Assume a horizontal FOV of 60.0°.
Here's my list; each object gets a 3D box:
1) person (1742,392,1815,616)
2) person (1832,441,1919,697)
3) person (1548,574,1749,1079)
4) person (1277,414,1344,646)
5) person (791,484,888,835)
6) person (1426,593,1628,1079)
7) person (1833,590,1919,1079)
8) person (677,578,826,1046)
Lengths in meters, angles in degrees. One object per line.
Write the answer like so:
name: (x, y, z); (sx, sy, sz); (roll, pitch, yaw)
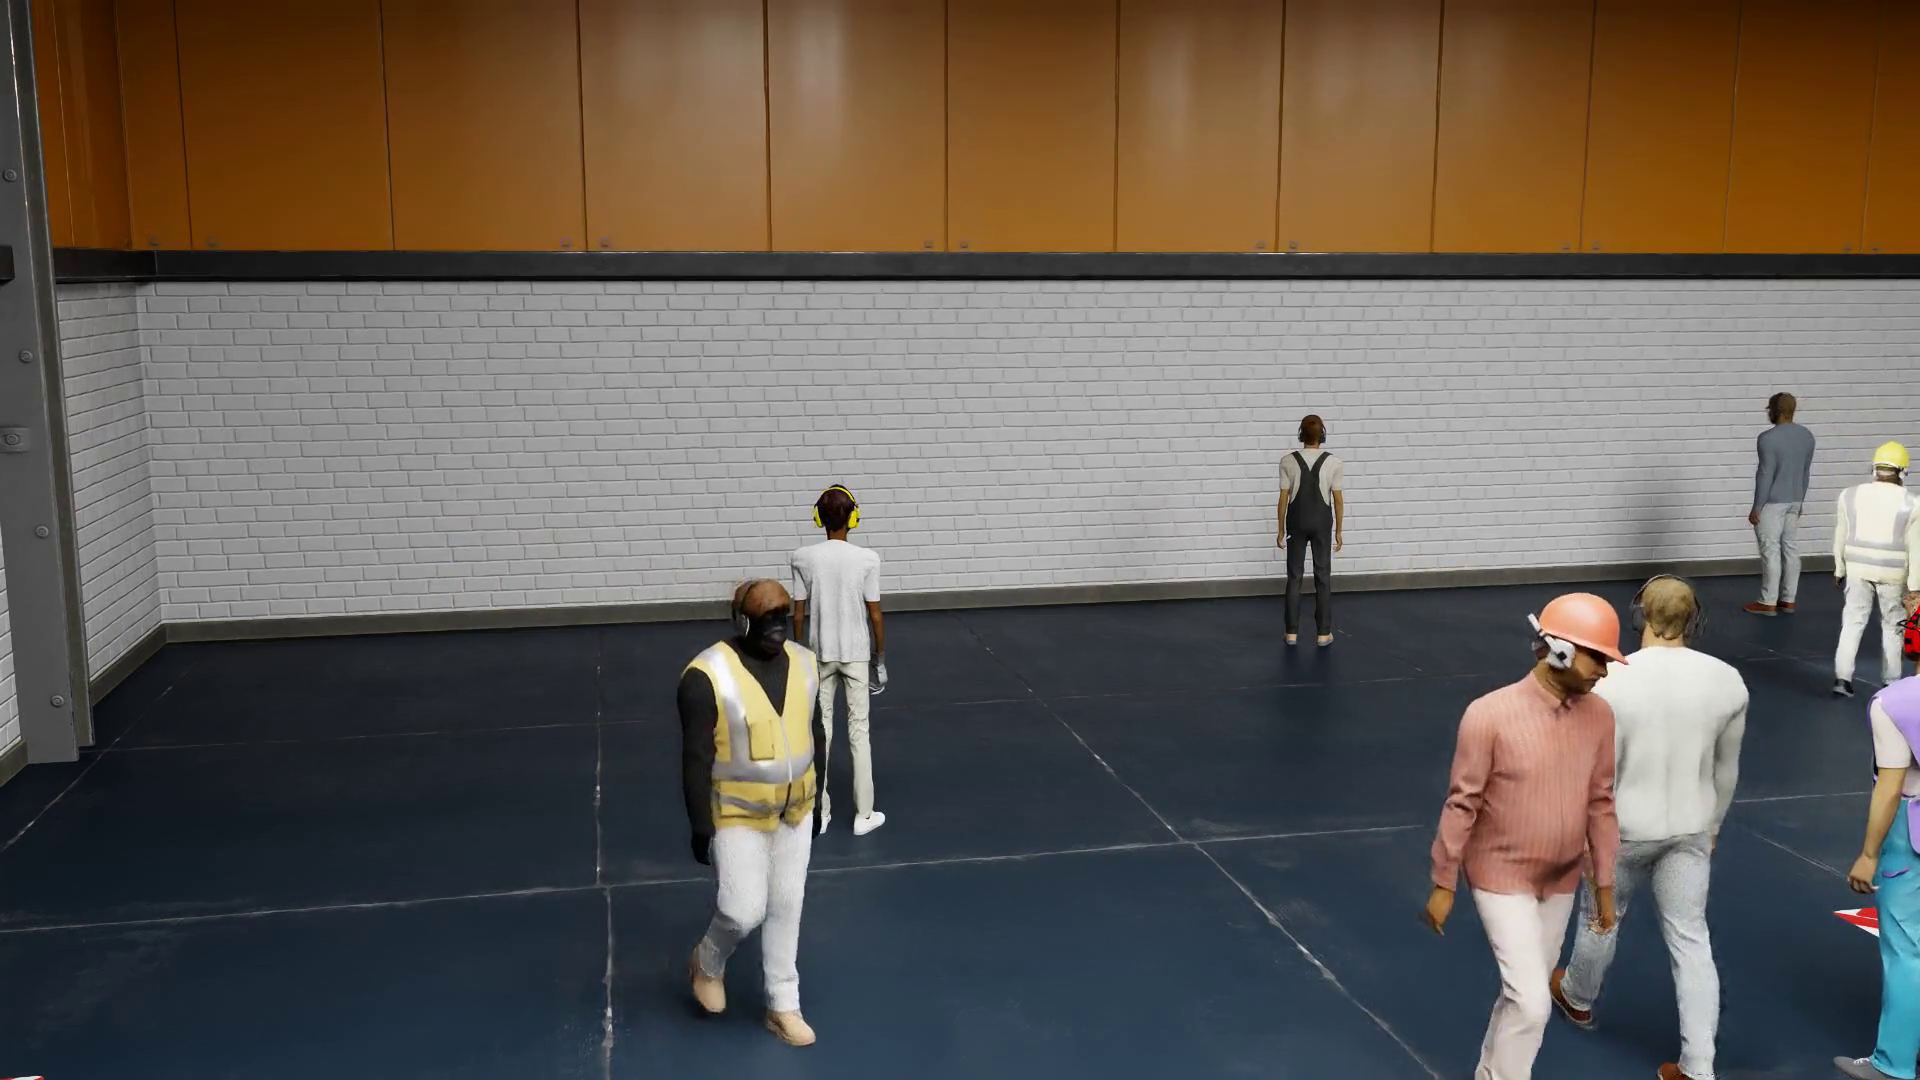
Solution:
person: (7.084, -0.312, 14.394); (0.635, 1.936, 0.356); (-5, 10, -27)
person: (6.409, 0.215, 11.618); (0.610, 1.833, 0.605); (-9, 13, -43)
person: (2.581, 1.065, 6.204); (0.634, 1.888, 1.006); (0, 9, -2)
person: (2.783, -0.075, 13.235); (0.514, 1.842, 0.327); (2, 10, 13)
person: (-0.634, 0.635, 8.817); (0.513, 1.876, 0.328); (1, 9, 8)
person: (1.925, 1.148, 5.449); (0.656, 1.949, 0.713); (-4, 10, -21)
person: (3.495, 1.105, 6.027); (0.565, 1.847, 0.396); (-3, 10, -20)
person: (-0.788, 1.042, 6.460); (0.645, 1.832, 0.506); (-8, 12, -40)
